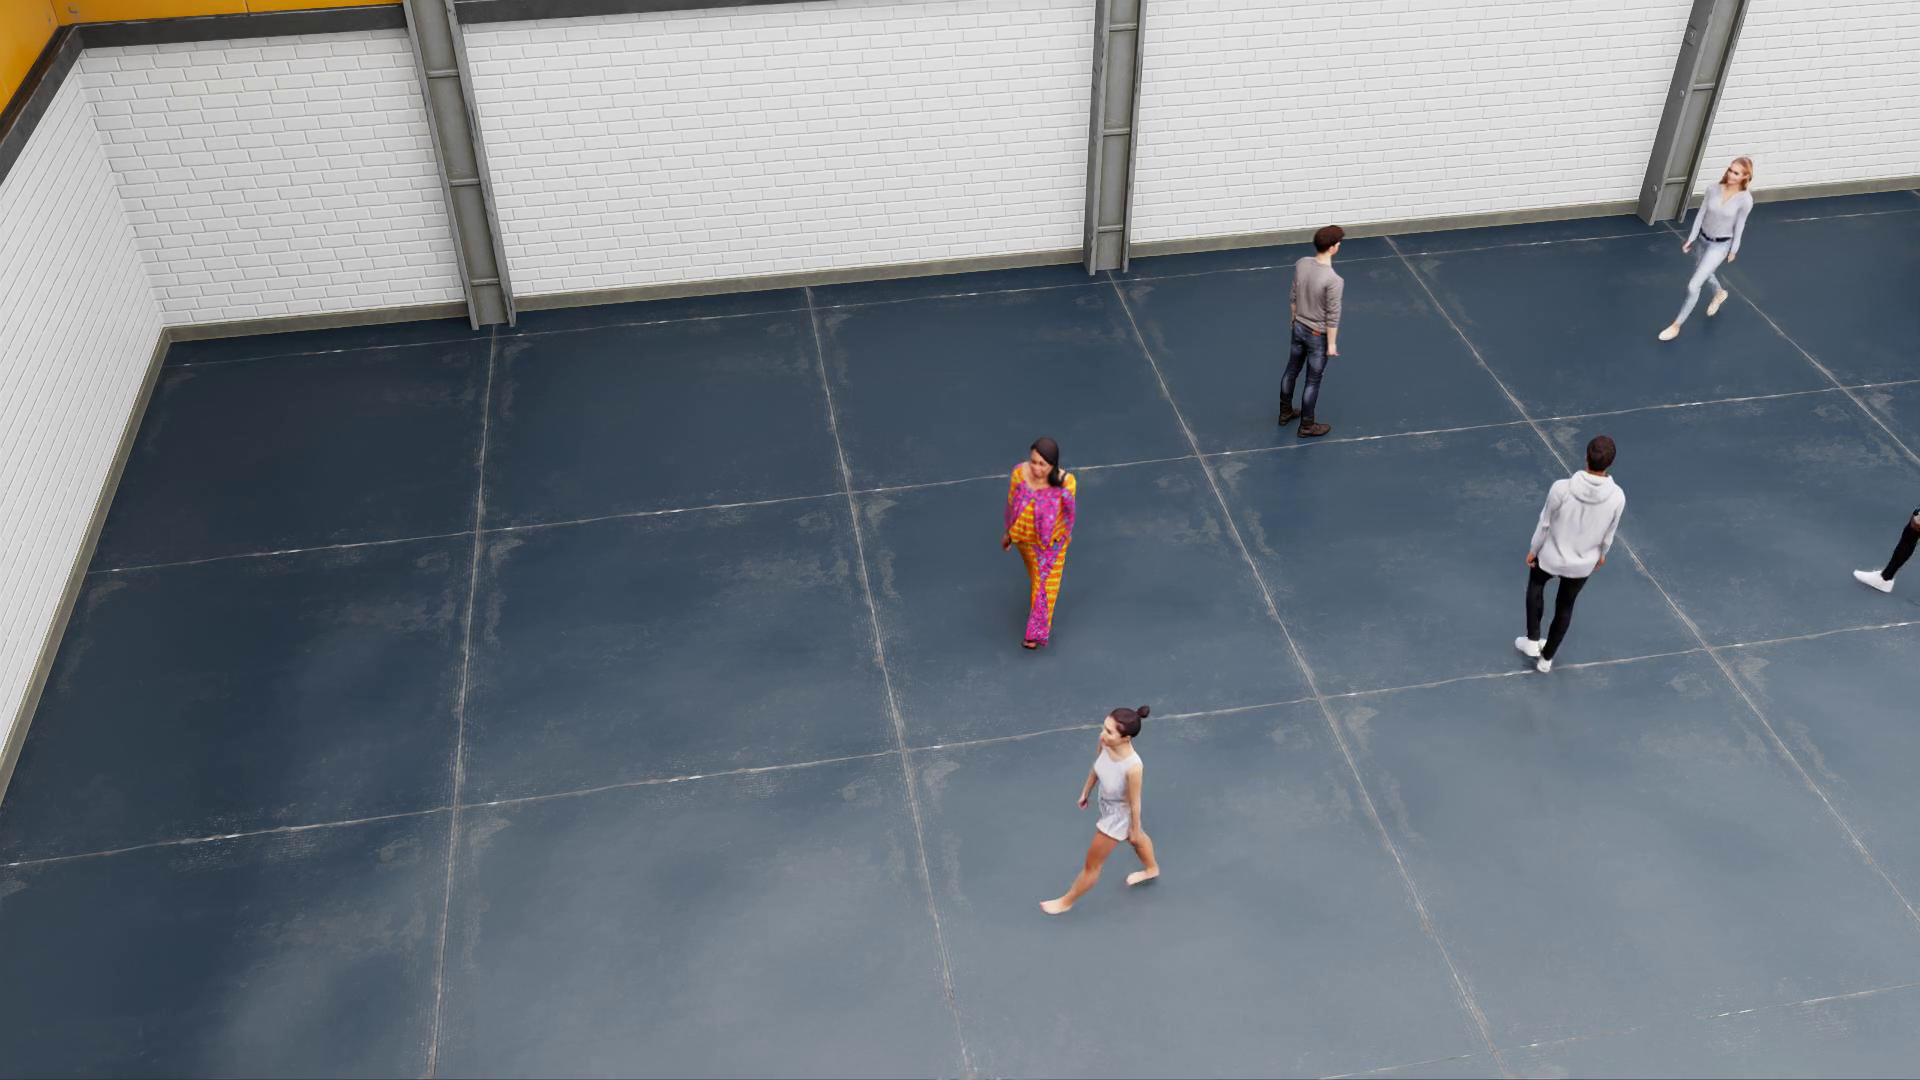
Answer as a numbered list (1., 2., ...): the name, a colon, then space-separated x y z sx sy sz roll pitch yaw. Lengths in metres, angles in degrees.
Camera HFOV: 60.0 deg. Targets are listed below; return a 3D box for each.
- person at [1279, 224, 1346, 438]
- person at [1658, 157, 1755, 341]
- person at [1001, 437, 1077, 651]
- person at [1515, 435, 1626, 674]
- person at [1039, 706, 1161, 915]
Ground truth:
1. person: 2.944 -1.748 13.917 0.711 1.903 0.756 -21 43 -25
2. person: 6.925 -2.703 15.225 1.239 1.762 0.913 -22 44 -25
3. person: 0.610 -0.101 12.059 1.130 1.647 1.086 16 41 20
4. person: 4.215 0.174 11.501 0.719 1.914 0.863 6 39 8
5. person: 1.020 1.597 10.006 1.102 1.555 0.706 -13 40 -16
